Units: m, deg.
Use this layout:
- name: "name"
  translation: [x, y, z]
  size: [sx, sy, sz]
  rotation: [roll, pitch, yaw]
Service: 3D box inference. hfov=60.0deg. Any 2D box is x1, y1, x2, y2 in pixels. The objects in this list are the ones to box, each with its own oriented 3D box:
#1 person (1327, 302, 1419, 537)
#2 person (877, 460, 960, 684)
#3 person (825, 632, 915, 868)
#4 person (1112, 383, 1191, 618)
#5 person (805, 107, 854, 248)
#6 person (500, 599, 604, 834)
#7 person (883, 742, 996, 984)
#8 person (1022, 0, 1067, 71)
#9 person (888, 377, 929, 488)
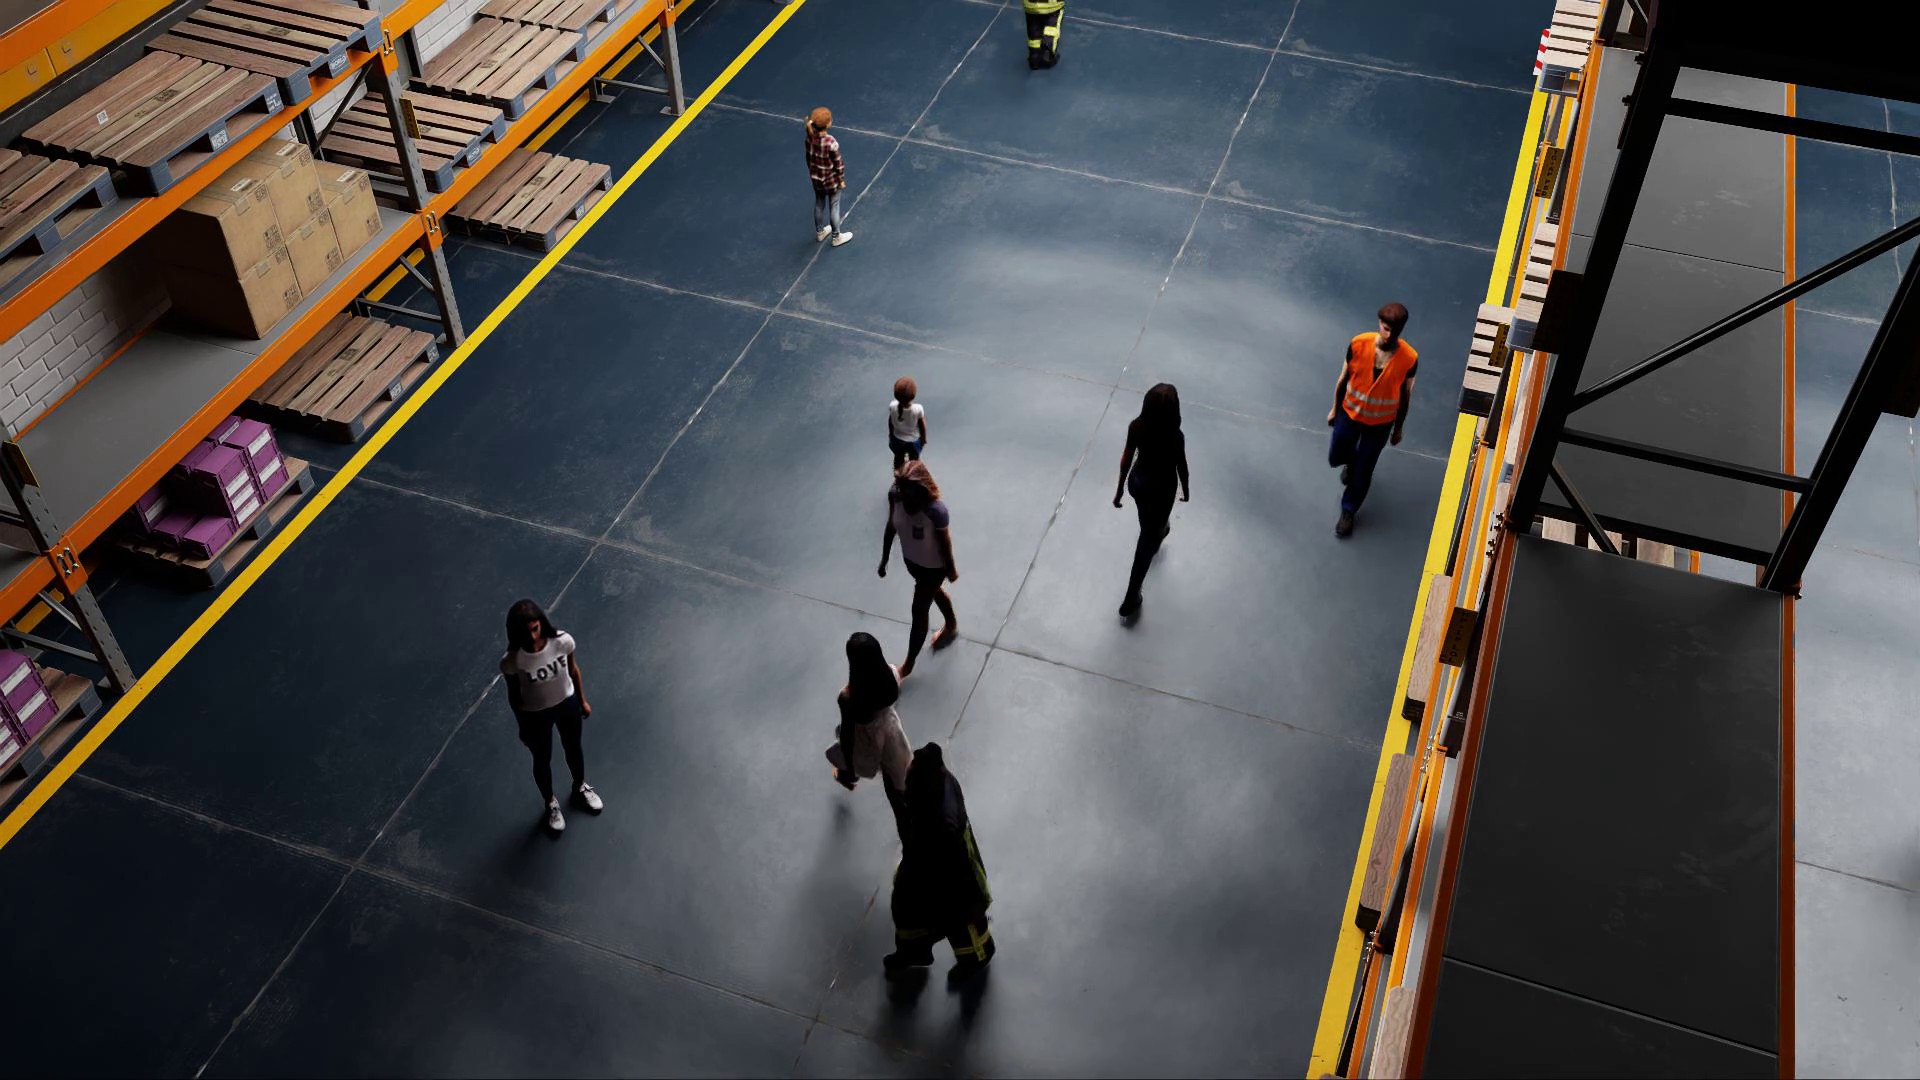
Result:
- name: "person"
  translation: [2.860, -0.921, 11.619]
  size: [0.728, 1.873, 0.934]
  rotation: [18, 46, 18]
- name: "person"
  translation: [-0.162, 0.081, 10.702]
  size: [1.048, 1.686, 0.870]
  rotation: [-33, 53, -30]
- name: "person"
  translation: [-0.435, 1.260, 9.449]
  size: [1.194, 1.708, 1.184]
  rotation: [-21, 47, -21]
- name: "person"
  translation: [1.243, -0.233, 11.032]
  size: [0.693, 1.686, 1.196]
  rotation: [19, 47, 19]
- name: "person"
  translation: [-1.163, -3.144, 14.363]
  size: [0.576, 1.306, 0.589]
  rotation: [25, 49, 24]
- name: "person"
  translation: [-2.388, 1.000, 9.674]
  size: [0.634, 1.774, 0.729]
  rotation: [-26, 49, -24]
- name: "person"
  translation: [-0.022, 1.720, 8.875]
  size: [1.139, 1.833, 1.059]
  rotation: [-14, 45, -14]
- name: "person"
  translation: [0.805, -5.526, 16.496]
  size: [0.791, 1.813, 0.796]
  rotation: [8, 44, 8]
- name: "person"
  translation: [-0.391, -0.758, 12.067]
  size: [0.447, 1.019, 0.449]
  rotation: [10, 44, 10]
